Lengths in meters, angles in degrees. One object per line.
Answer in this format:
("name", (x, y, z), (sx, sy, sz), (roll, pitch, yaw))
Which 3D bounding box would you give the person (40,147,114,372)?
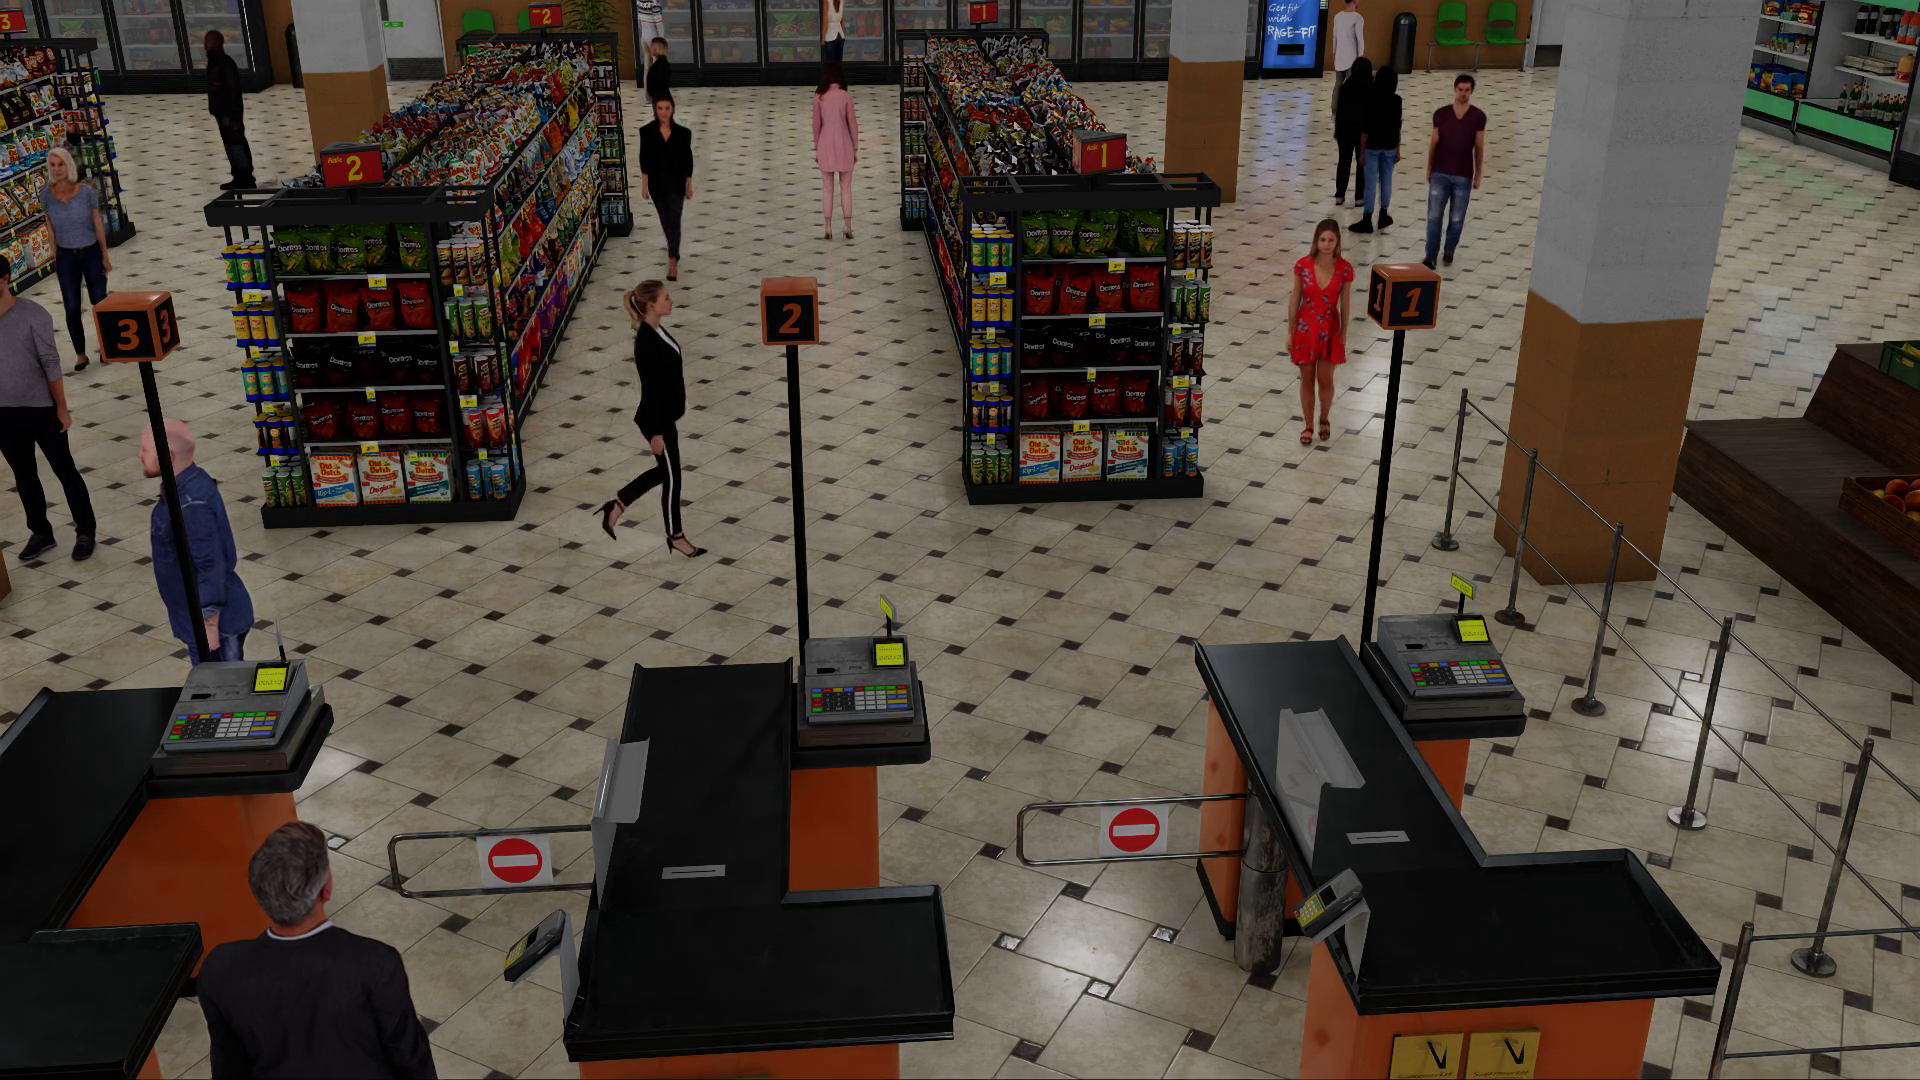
("person", (-6.920, -2.241, 13.137), (0.687, 1.708, 0.818), (-8, 25, -17))

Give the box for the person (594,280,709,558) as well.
("person", (-1.802, -0.659, 9.544), (0.683, 1.690, 0.797), (-2, 24, -5))

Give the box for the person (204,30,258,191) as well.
("person", (-8.412, -4.941, 19.163), (0.855, 1.823, 0.765), (-21, 31, -39))

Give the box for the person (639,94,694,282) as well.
("person", (-2.765, -3.333, 15.682), (0.687, 1.669, 1.143), (-1, 24, -2))

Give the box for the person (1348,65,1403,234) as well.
("person", (4.363, -4.040, 17.277), (0.749, 1.686, 0.658), (-7, 25, -16))

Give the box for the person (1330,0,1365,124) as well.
("person", (5.449, -6.794, 23.377), (0.816, 1.841, 0.711), (-18, 30, -36))

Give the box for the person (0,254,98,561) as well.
("person", (-5.392, -0.775, 9.621), (0.666, 1.841, 0.540), (0, 24, -1))

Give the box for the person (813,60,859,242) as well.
("person", (-1.270, -3.953, 16.932), (0.622, 1.803, 0.533), (0, 24, 0))

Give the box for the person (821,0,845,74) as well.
("person", (-1.922, -7.711, 25.545), (0.725, 1.782, 0.663), (18, 30, 36))

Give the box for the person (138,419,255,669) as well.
("person", (-3.200, 0.346, 7.081), (0.851, 1.824, 0.668), (-12, 26, -25))

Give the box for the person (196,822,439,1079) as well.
("person", (-1.618, 1.533, 4.347), (0.706, 1.842, 0.586), (-1, 24, -3))

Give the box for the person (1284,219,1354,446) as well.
("person", (2.476, -1.444, 11.473), (0.684, 1.581, 0.727), (8, 25, 17))

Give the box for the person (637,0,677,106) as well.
("person", (-4.603, -7.479, 24.917), (0.825, 1.861, 0.740), (-22, 32, -40))

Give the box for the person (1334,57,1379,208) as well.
("person", (4.409, -4.539, 18.509), (0.763, 1.612, 0.786), (10, 26, 22))

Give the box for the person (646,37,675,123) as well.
("person", (-3.499, -5.097, 19.710), (0.676, 1.670, 0.498), (0, 24, 0))

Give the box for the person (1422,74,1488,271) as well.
("person", (4.727, -3.516, 15.927), (0.991, 1.807, 1.235), (9, 25, 19))
